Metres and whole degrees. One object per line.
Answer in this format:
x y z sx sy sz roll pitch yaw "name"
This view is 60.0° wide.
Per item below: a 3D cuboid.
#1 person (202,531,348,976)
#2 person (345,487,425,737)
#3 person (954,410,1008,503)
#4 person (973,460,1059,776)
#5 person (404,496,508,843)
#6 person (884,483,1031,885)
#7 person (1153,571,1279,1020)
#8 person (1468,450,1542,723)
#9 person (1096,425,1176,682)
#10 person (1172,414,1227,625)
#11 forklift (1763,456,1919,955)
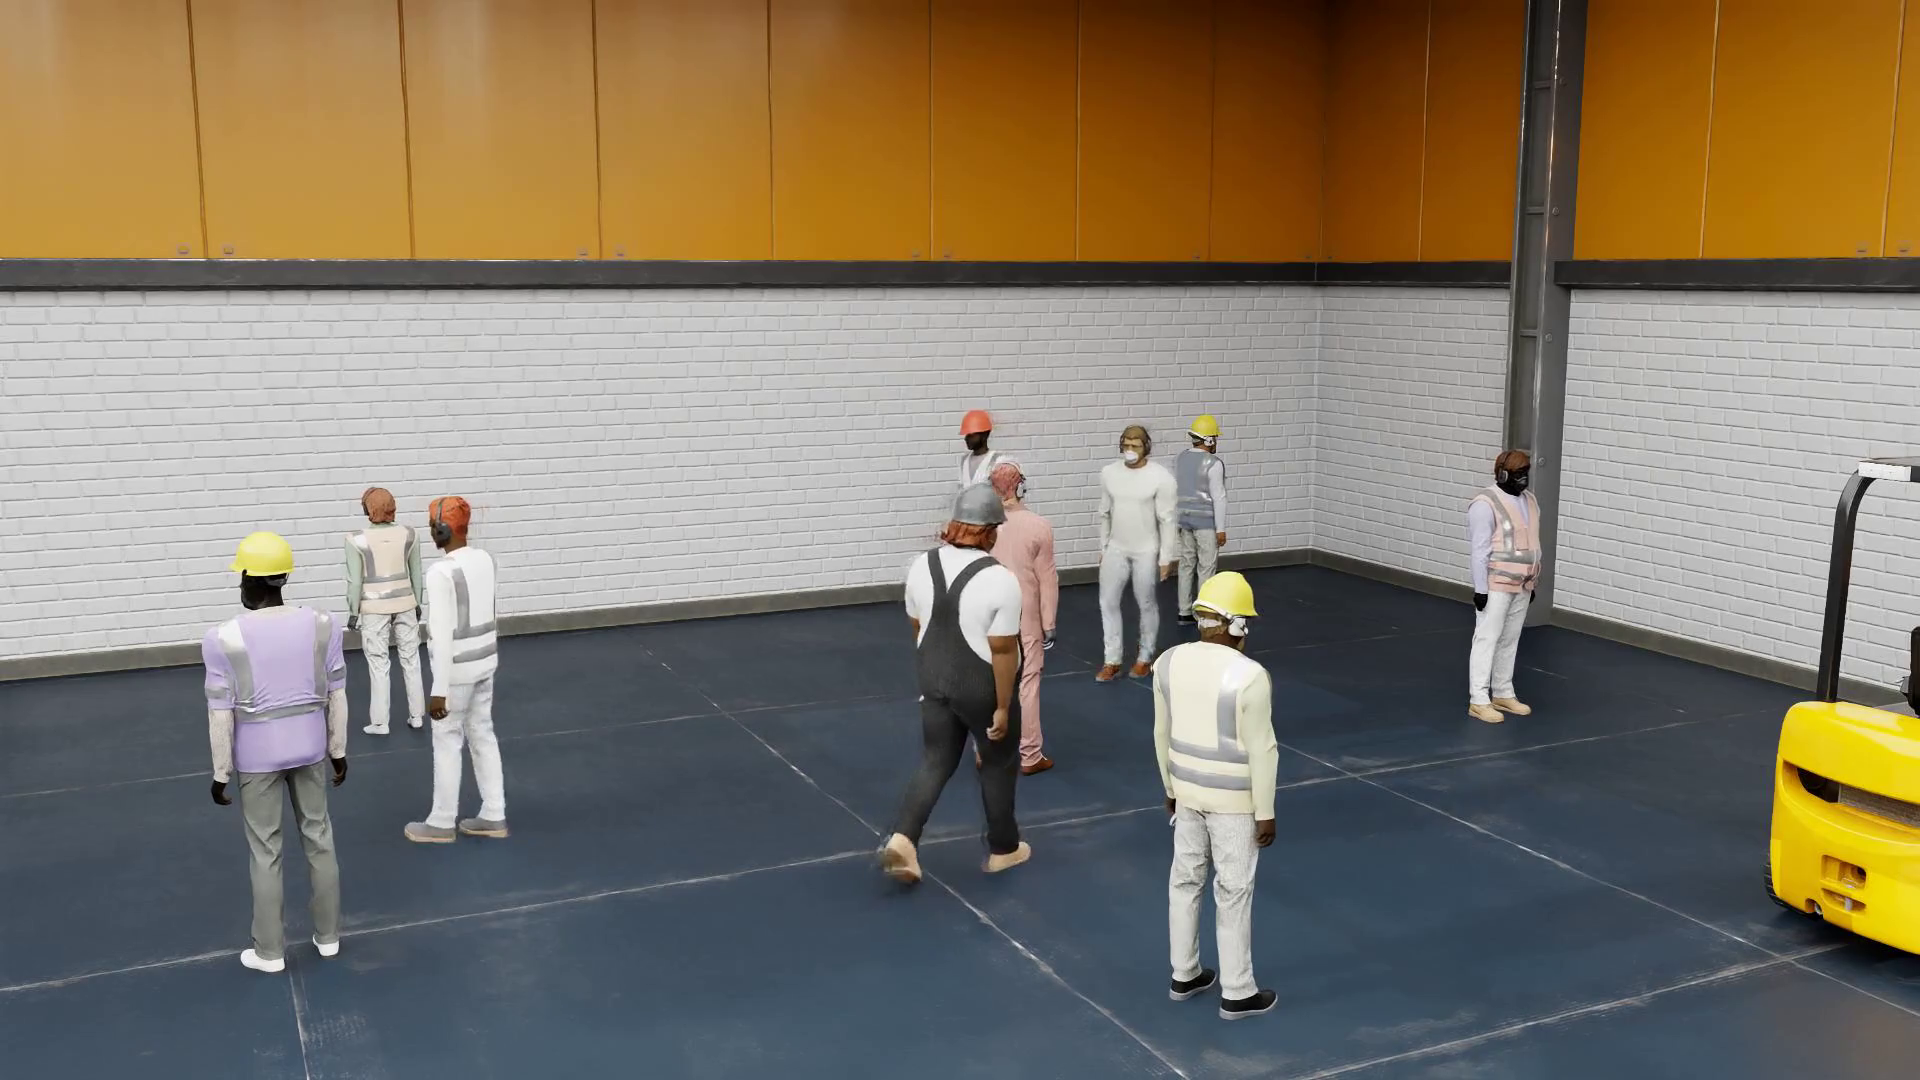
-2.952 0.918 7.214 0.592 1.929 0.356 -8 12 -41 "person"
-3.757 0.468 10.897 0.513 1.642 0.313 -8 12 -40 "person"
0.152 -0.097 13.533 0.420 1.920 0.579 -8 12 -39 "person"
0.297 0.472 10.054 0.640 1.909 0.410 3 10 20 "person"
-2.685 0.694 8.809 0.459 1.885 0.615 3 10 17 "person"
0.000 0.702 8.211 0.675 2.000 0.883 6 11 34 "person"
1.068 1.034 6.815 0.403 1.827 0.586 -8 12 -41 "person"
3.708 0.304 11.297 0.633 1.842 0.429 -7 12 -37 "person"
1.257 0.113 12.239 0.651 1.913 0.765 6 11 31 "person"
2.063 -0.153 14.158 0.404 1.831 0.600 -6 11 -34 "person"
4.857 0.731 7.561 2.313 2.155 1.214 -4 10 -25 "forklift"
